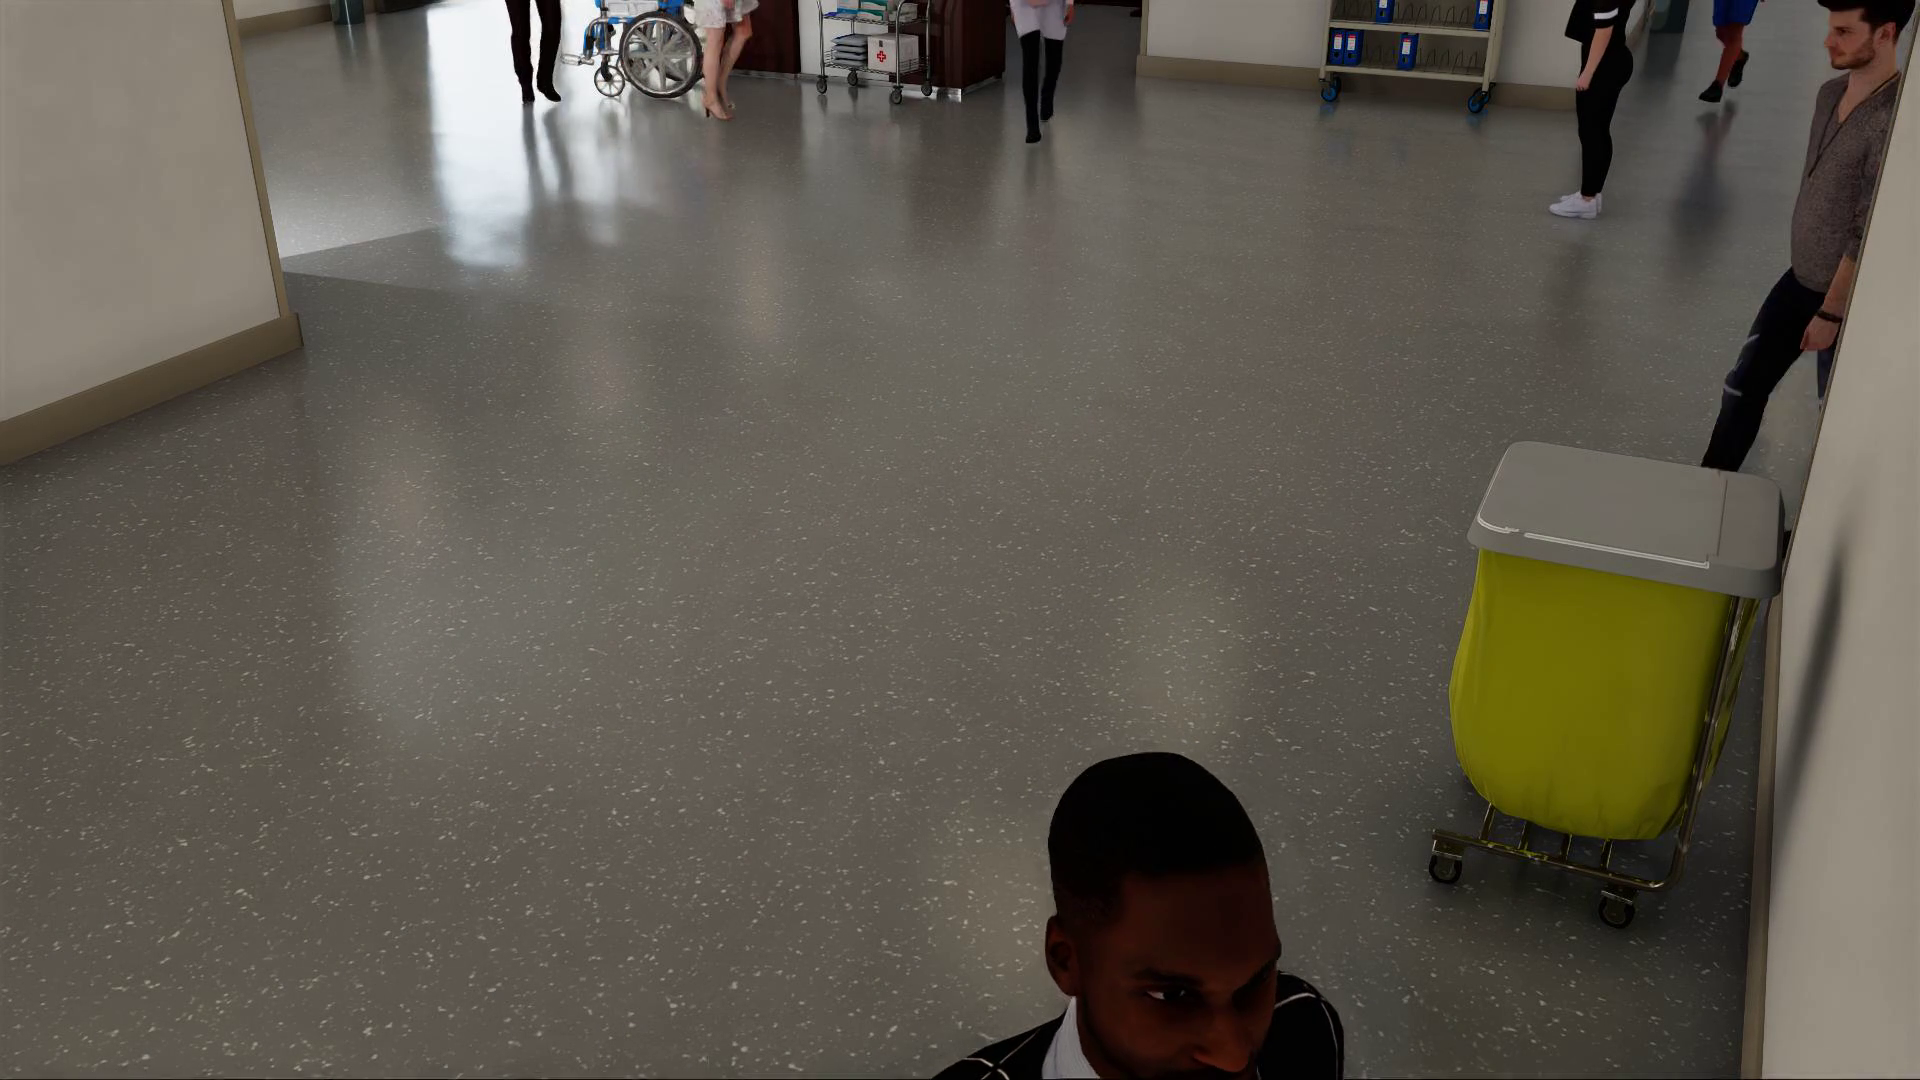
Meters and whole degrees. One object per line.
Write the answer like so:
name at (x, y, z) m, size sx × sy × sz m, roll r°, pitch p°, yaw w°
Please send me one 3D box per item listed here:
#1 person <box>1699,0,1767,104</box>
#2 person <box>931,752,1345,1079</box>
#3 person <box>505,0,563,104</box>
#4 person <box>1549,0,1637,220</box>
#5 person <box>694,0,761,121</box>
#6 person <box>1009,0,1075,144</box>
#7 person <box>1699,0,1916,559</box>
person at (5.771, -4.136, 12.241) m, size 1.161 × 1.760 × 0.894 m, roll 22°, pitch 33°, yaw 37°
person at (0.128, 0.967, 1.592) m, size 0.748 × 1.818 × 0.755 m, roll -14°, pitch 29°, yaw -27°
person at (-3.179, -4.178, 12.227) m, size 0.885 × 1.849 × 0.927 m, roll -10°, pitch 27°, yaw -19°
person at (3.565, -2.622, 9.243) m, size 0.635 × 1.638 × 0.648 m, roll 17°, pitch 31°, yaw 32°
person at (-1.770, -3.815, 11.569) m, size 0.773 × 1.765 × 0.735 m, roll 2°, pitch 26°, yaw 4°
person at (0.552, -3.593, 11.093) m, size 1.148 × 1.779 × 0.983 m, roll 1°, pitch 26°, yaw 2°
person at (2.800, -0.768, 5.133) m, size 1.141 × 1.867 × 0.998 m, roll 0°, pitch 26°, yaw 1°
